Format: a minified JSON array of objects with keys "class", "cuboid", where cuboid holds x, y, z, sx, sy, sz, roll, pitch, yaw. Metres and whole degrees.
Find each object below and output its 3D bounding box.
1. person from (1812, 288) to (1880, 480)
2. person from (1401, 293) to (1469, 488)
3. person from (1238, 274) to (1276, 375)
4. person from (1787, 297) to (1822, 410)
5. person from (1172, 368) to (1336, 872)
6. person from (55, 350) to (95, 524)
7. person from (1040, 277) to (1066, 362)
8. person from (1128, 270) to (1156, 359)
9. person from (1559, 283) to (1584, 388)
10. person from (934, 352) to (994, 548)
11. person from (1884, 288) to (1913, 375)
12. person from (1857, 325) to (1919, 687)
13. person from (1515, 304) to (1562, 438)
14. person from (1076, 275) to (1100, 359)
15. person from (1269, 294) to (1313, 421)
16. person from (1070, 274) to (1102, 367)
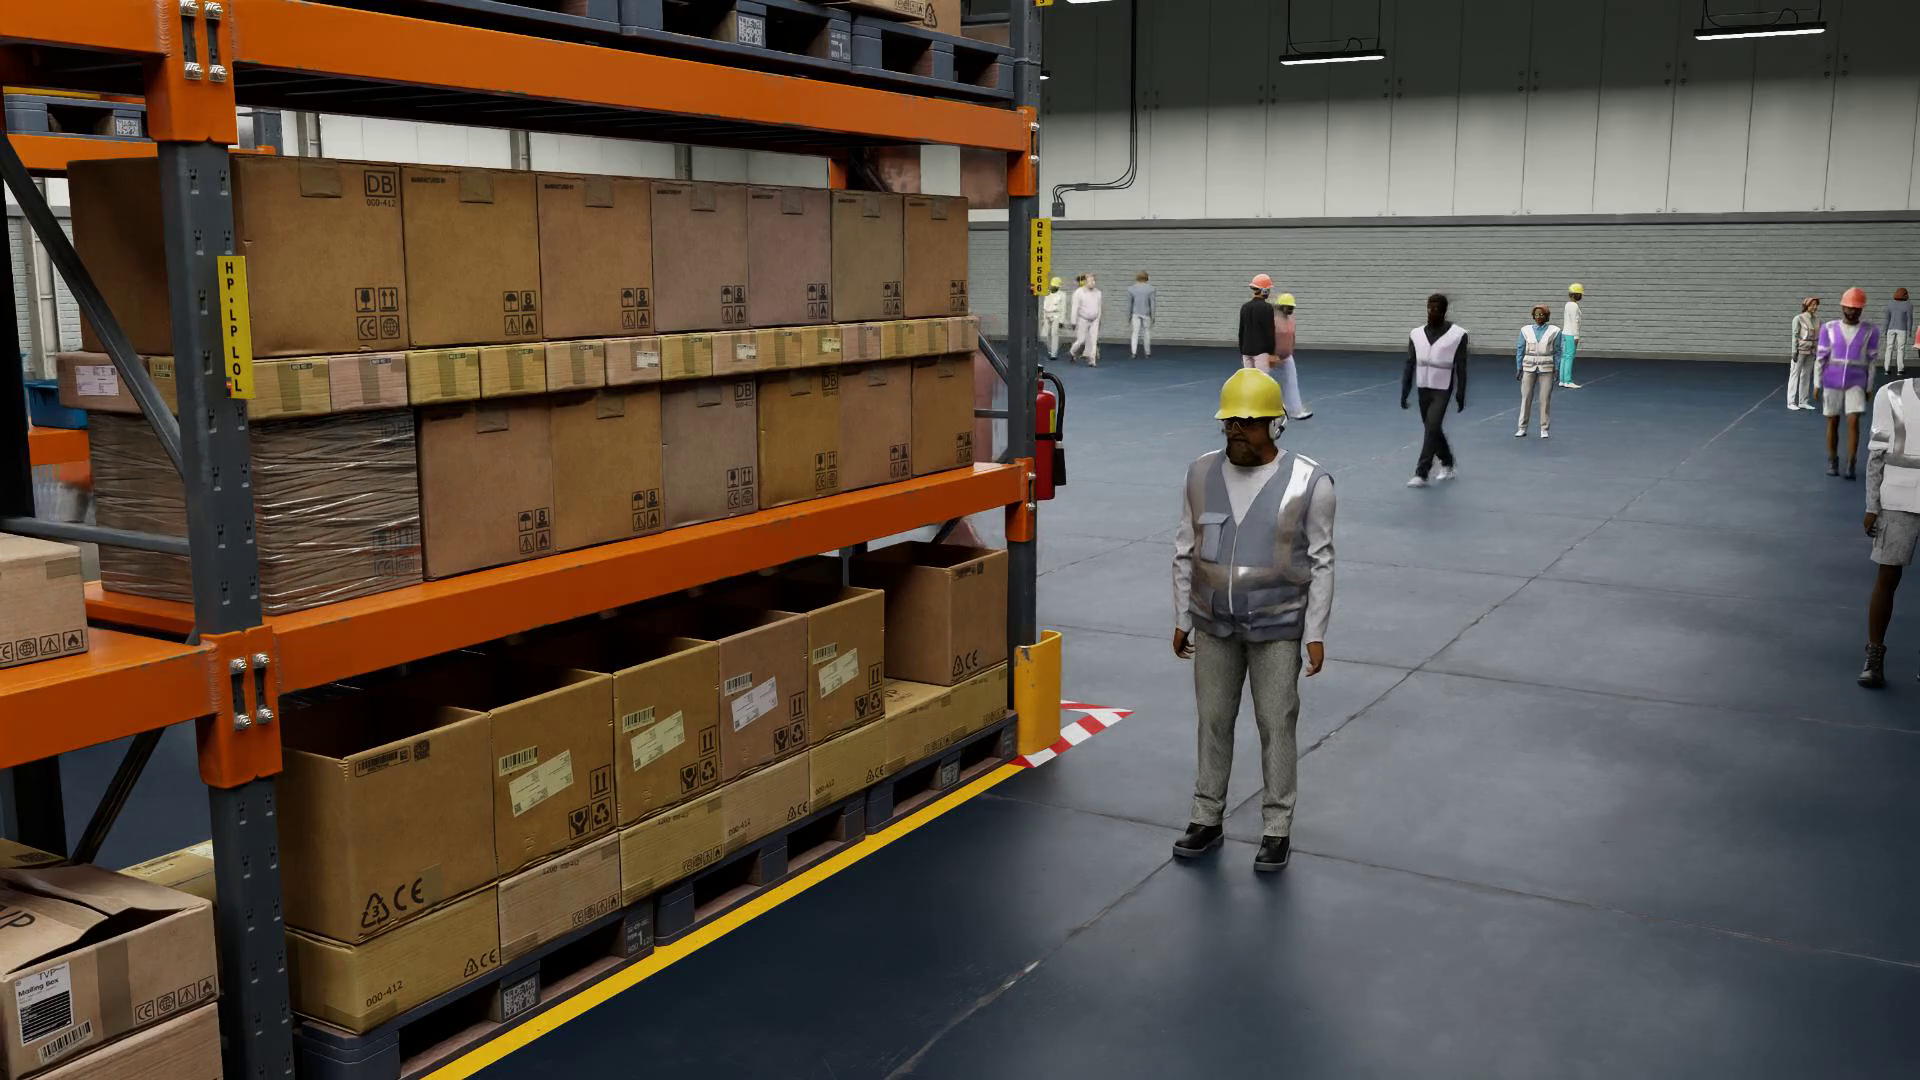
[{"class":"person","cuboid":[8.828,-1.546,16.609,0.554,1.898,0.916,5,11,29]},{"class":"person","cuboid":[4.661,-1.478,16.294,0.608,1.877,0.988,10,14,44]},{"class":"person","cuboid":[3.846,-2.417,21.423,0.386,1.996,0.610,-6,11,-31]},{"class":"person","cuboid":[12.263,-2.702,24.129,0.514,1.642,0.310,-4,10,-21]},{"class":"person","cuboid":[1.045,0.290,6.049,0.600,1.830,0.403,5,11,29]},{"class":"person","cuboid":[-5.496,-0.395,10.599,0.537,1.638,0.900,7,12,34]},{"class":"person","cuboid":[1.955,-4.652,35.095,0.434,1.792,0.624,-9,13,-43]},{"class":"person","cuboid":[3.966,-4.907,36.241,0.636,1.943,0.534,4,10,21]},{"class":"person","cuboid":[10.377,-3.458,28.188,0.309,1.769,0.523,0,10,2]},{"class":"person","cuboid":[-0.096,-0.564,10.874,0.436,1.891,0.652,-6,11,-32]},{"class":"person","cuboid":[17.640,-3.920,31.280,0.285,1.634,0.499,-7,12,-35]},{"class":"person","cuboid":[4.933,-0.183,8.514,0.542,1.939,0.359,4,11,23]},{"class":"person","cuboid":[7.106,-2.072,20.443,0.521,1.639,0.311,5,11,26]},{"class":"person","cuboid":[2.744,-4.756,35.617,0.580,1.832,0.795,-6,11,-30]},{"class":"person","cuboid":[4.392,-2.476,22.602,0.536,1.713,0.932,-6,11,-30]},{"class":"person","cuboid":[2.521,-4.420,33.480,0.653,1.886,0.692,-5,11,-26]}]
